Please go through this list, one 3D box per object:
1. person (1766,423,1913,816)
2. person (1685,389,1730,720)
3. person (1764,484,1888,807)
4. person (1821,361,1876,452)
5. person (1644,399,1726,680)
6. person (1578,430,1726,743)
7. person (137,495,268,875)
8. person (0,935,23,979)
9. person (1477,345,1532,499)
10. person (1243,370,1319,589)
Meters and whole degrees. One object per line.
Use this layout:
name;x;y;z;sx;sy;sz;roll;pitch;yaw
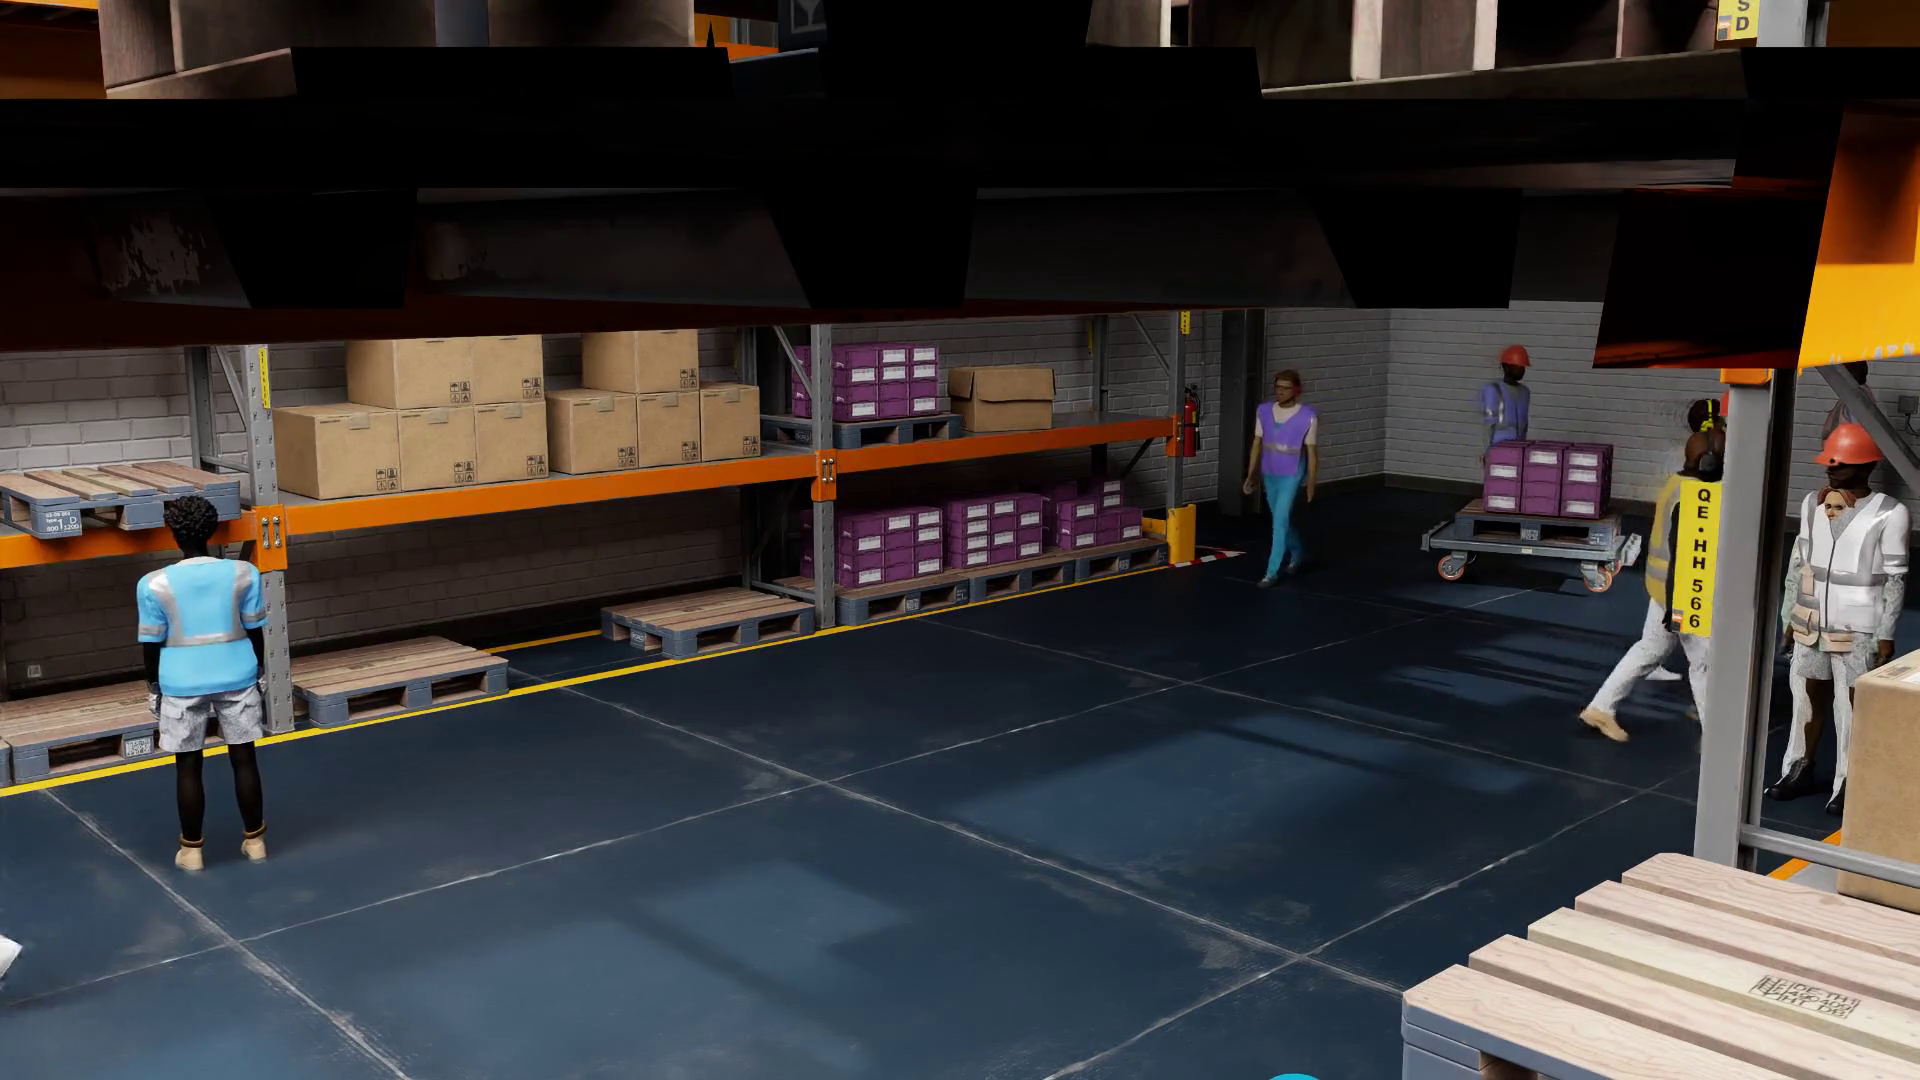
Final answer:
person;4.328;0.389;8.177;0.376;1.933;0.545;-6;11;-32
person;4.560;0.090;9.765;0.610;1.989;0.391;-6;11;-32
person;4.325;0.521;8.257;0.309;1.641;0.513;-7;12;-35
person;7.945;-0.717;14.916;0.429;1.842;0.636;5;11;26
person;4.772;0.021;10.626;0.855;1.838;0.517;0;10;2
person;3.941;0.282;9.185;0.916;1.804;0.638;2;10;14
person;-3.345;0.644;7.395;0.534;1.694;0.321;-6;12;-33
person;-3.662;0.958;5.770;0.491;1.618;0.501;-4;11;-24
person;5.097;-0.880;15.655;0.557;1.916;0.661;-4;11;-24
person;2.754;-0.540;13.999;0.581;1.810;0.920;9;13;44
